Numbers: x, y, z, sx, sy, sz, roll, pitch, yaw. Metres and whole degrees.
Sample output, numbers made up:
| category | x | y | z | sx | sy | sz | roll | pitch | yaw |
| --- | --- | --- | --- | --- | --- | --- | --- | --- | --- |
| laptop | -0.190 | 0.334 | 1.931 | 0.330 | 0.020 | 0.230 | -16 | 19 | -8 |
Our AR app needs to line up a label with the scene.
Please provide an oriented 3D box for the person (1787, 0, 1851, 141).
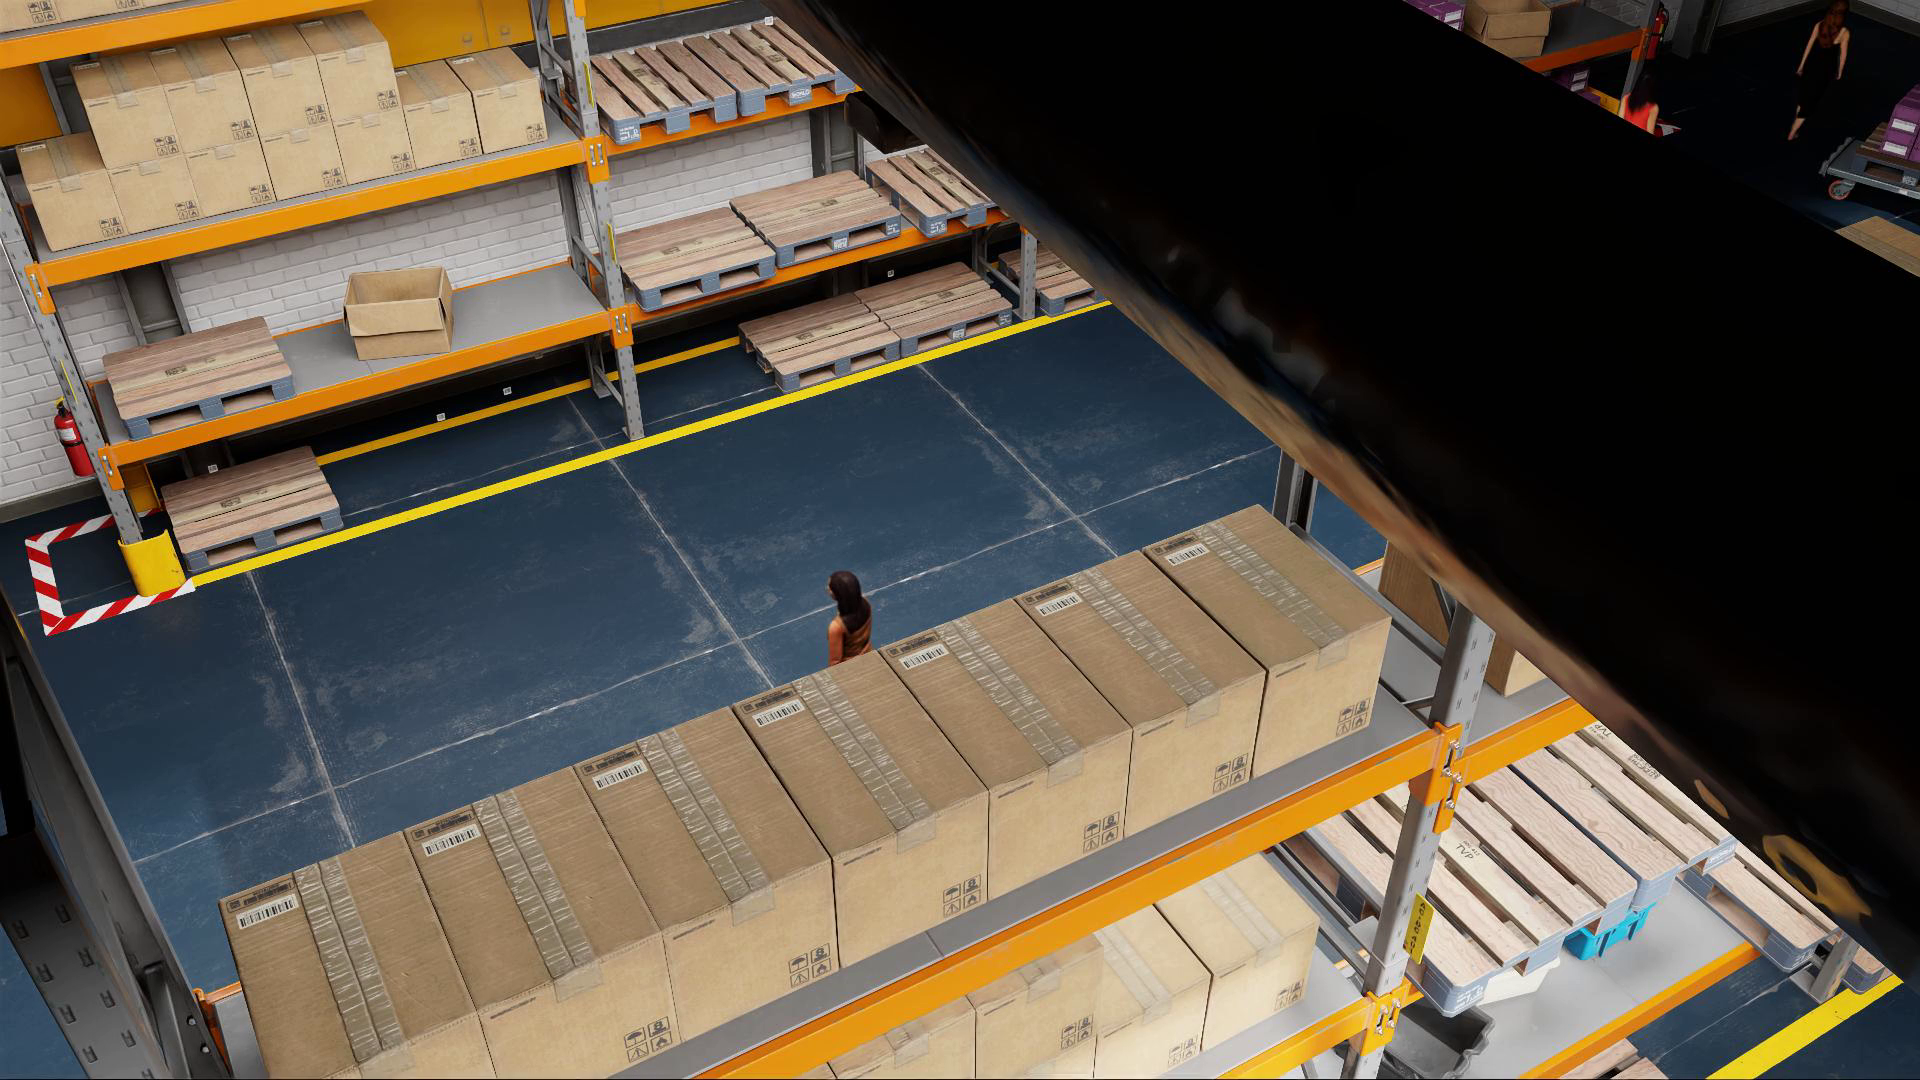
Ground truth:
| category | x | y | z | sx | sy | sz | roll | pitch | yaw |
| --- | --- | --- | --- | --- | --- | --- | --- | --- | --- |
| person | 9.564 | -5.224 | 18.599 | 0.701 | 1.603 | 0.847 | 32 | 48 | 33 |

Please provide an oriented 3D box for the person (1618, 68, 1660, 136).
| category | x | y | z | sx | sy | sz | roll | pitch | yaw |
| --- | --- | --- | --- | --- | --- | --- | --- | --- | --- |
| person | 6.813 | -3.972 | 16.939 | 0.560 | 1.718 | 0.610 | -27 | 46 | -30 |

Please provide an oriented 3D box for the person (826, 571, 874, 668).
| category | x | y | z | sx | sy | sz | roll | pitch | yaw |
| --- | --- | --- | --- | --- | --- | --- | --- | --- | --- |
| person | -0.702 | 0.868 | 10.906 | 0.701 | 1.683 | 0.602 | 19 | 42 | 22 |
